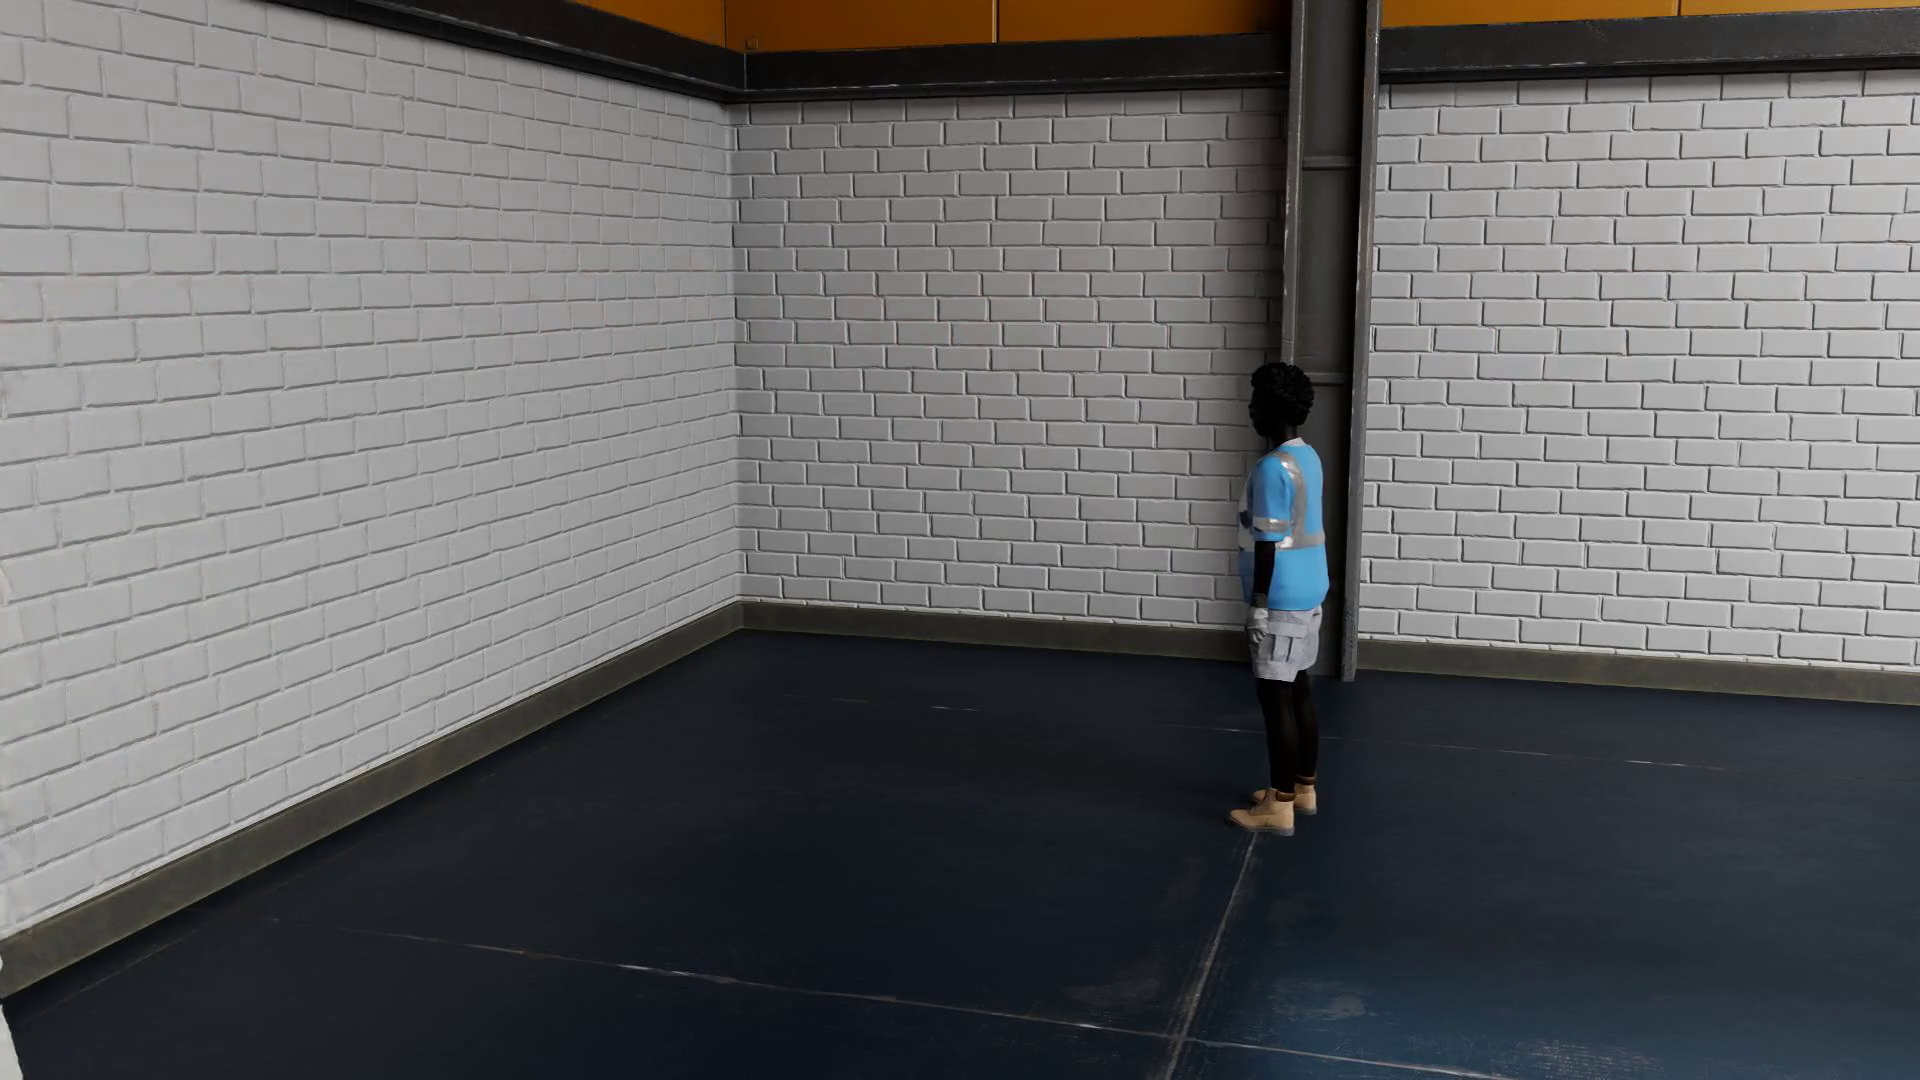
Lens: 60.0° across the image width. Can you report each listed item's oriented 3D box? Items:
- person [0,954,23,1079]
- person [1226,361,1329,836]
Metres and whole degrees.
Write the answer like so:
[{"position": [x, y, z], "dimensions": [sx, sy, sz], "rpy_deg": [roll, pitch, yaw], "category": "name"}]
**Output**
[{"position": [-1.620, 0.656, 2.357], "dimensions": [1.068, 1.983, 0.633], "rpy_deg": [-2, 9, -10], "category": "person"}, {"position": [1.155, 0.207, 5.986], "dimensions": [0.321, 1.689, 0.530], "rpy_deg": [4, 10, 24], "category": "person"}]
